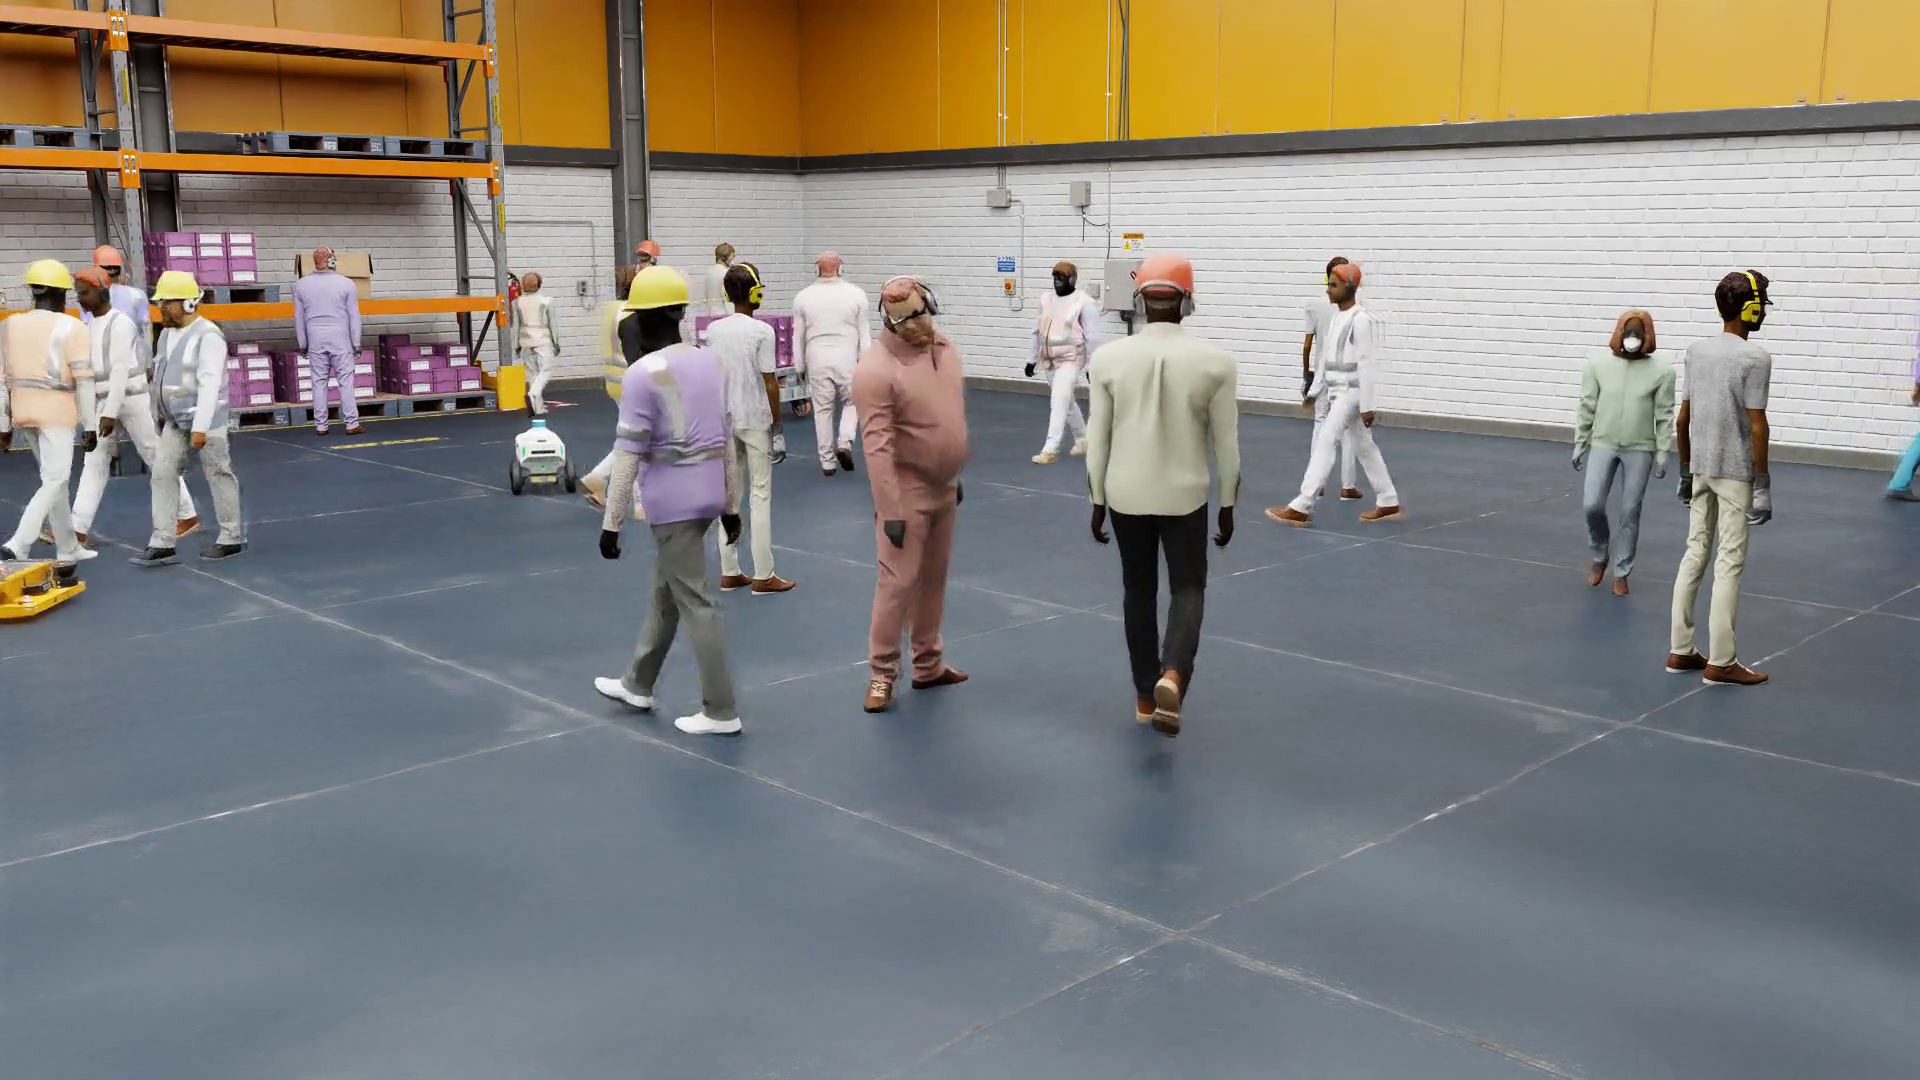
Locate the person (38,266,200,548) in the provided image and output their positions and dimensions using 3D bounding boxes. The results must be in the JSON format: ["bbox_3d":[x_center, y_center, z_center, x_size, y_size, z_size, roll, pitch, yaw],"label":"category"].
[{"bbox_3d":[-5.501,-0.862,10.854,0.590,1.832,1.035,8,13,38],"label":"person"}]

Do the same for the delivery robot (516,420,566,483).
[{"bbox_3d":[-3.341,-0.713,13.228,0.477,0.478,0.707,-3,11,-18],"label":"delivery robot"}]

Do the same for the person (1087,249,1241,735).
[{"bbox_3d":[0.808,-0.174,6.689,0.621,1.973,0.716,2,11,11],"label":"person"}]

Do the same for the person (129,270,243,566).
[{"bbox_3d":[-4.761,-0.721,10.111,0.606,1.800,0.784,7,12,33],"label":"person"}]

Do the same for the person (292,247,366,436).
[{"bbox_3d":[-6.378,-2.004,16.855,0.641,1.904,0.401,-1,10,-3],"label":"person"}]

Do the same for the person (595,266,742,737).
[{"bbox_3d":[-1.259,-0.152,6.765,0.898,1.888,0.617,5,11,24],"label":"person"}]

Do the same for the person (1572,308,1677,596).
[{"bbox_3d":[3.713,-0.486,9.331,0.529,1.620,0.348,5,11,23],"label":"person"}]

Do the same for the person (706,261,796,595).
[{"bbox_3d":[-1.196,-0.625,9.407,0.514,1.876,0.328,6,12,31],"label":"person"}]

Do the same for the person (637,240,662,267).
[{"bbox_3d":[-3.722,-2.587,19.855,0.623,1.969,0.651,1,10,7],"label":"person"}]

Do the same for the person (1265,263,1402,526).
[{"bbox_3d":[2.678,-1.002,11.603,1.005,1.833,0.593,0,10,0],"label":"person"}]

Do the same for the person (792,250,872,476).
[{"bbox_3d":[-1.074,-1.482,14.021,0.681,1.890,0.428,1,10,3],"label":"person"}]

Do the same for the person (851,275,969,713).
[{"bbox_3d":[-0.149,-0.209,7.195,0.396,1.865,0.752,6,12,31],"label":"person"}]

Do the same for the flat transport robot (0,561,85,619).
[{"bbox_3d":[-5.575,0.268,8.912,1.431,0.197,0.652,-1,10,-6],"label":"flat transport robot"}]

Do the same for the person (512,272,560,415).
[{"bbox_3d":[-4.753,-2.178,18.553,0.520,1.619,0.628,2,11,12],"label":"person"}]

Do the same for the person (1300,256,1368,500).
[{"bbox_3d":[2.874,-1.235,12.764,0.521,1.865,0.335,5,12,26],"label":"person"}]

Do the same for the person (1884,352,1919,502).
[{"bbox_3d":[7.537,-1.169,12.599,0.991,1.789,0.589,0,10,-2],"label":"person"}]

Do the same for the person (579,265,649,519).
[{"bbox_3d":[-2.359,-1.029,11.775,0.572,1.822,0.630,-3,11,-16],"label":"person"}]

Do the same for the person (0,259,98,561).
[{"bbox_3d":[-5.532,-0.729,9.968,0.599,1.892,0.838,2,11,10],"label":"person"}]

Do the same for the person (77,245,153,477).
[{"bbox_3d":[-7.097,-1.503,14.017,0.543,1.940,0.360,-7,13,-34],"label":"person"}]

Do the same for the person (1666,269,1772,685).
[{"bbox_3d":[3.472,-0.279,7.534,0.319,1.871,0.532,-4,11,-19],"label":"person"}]

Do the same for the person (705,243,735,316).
[{"bbox_3d":[-2.823,-2.573,19.869,0.371,1.934,0.627,-6,12,-31],"label":"person"}]

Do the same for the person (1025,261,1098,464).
[{"bbox_3d":[0.953,-1.610,15.012,0.965,1.800,0.624,-10,14,-43],"label":"person"}]
